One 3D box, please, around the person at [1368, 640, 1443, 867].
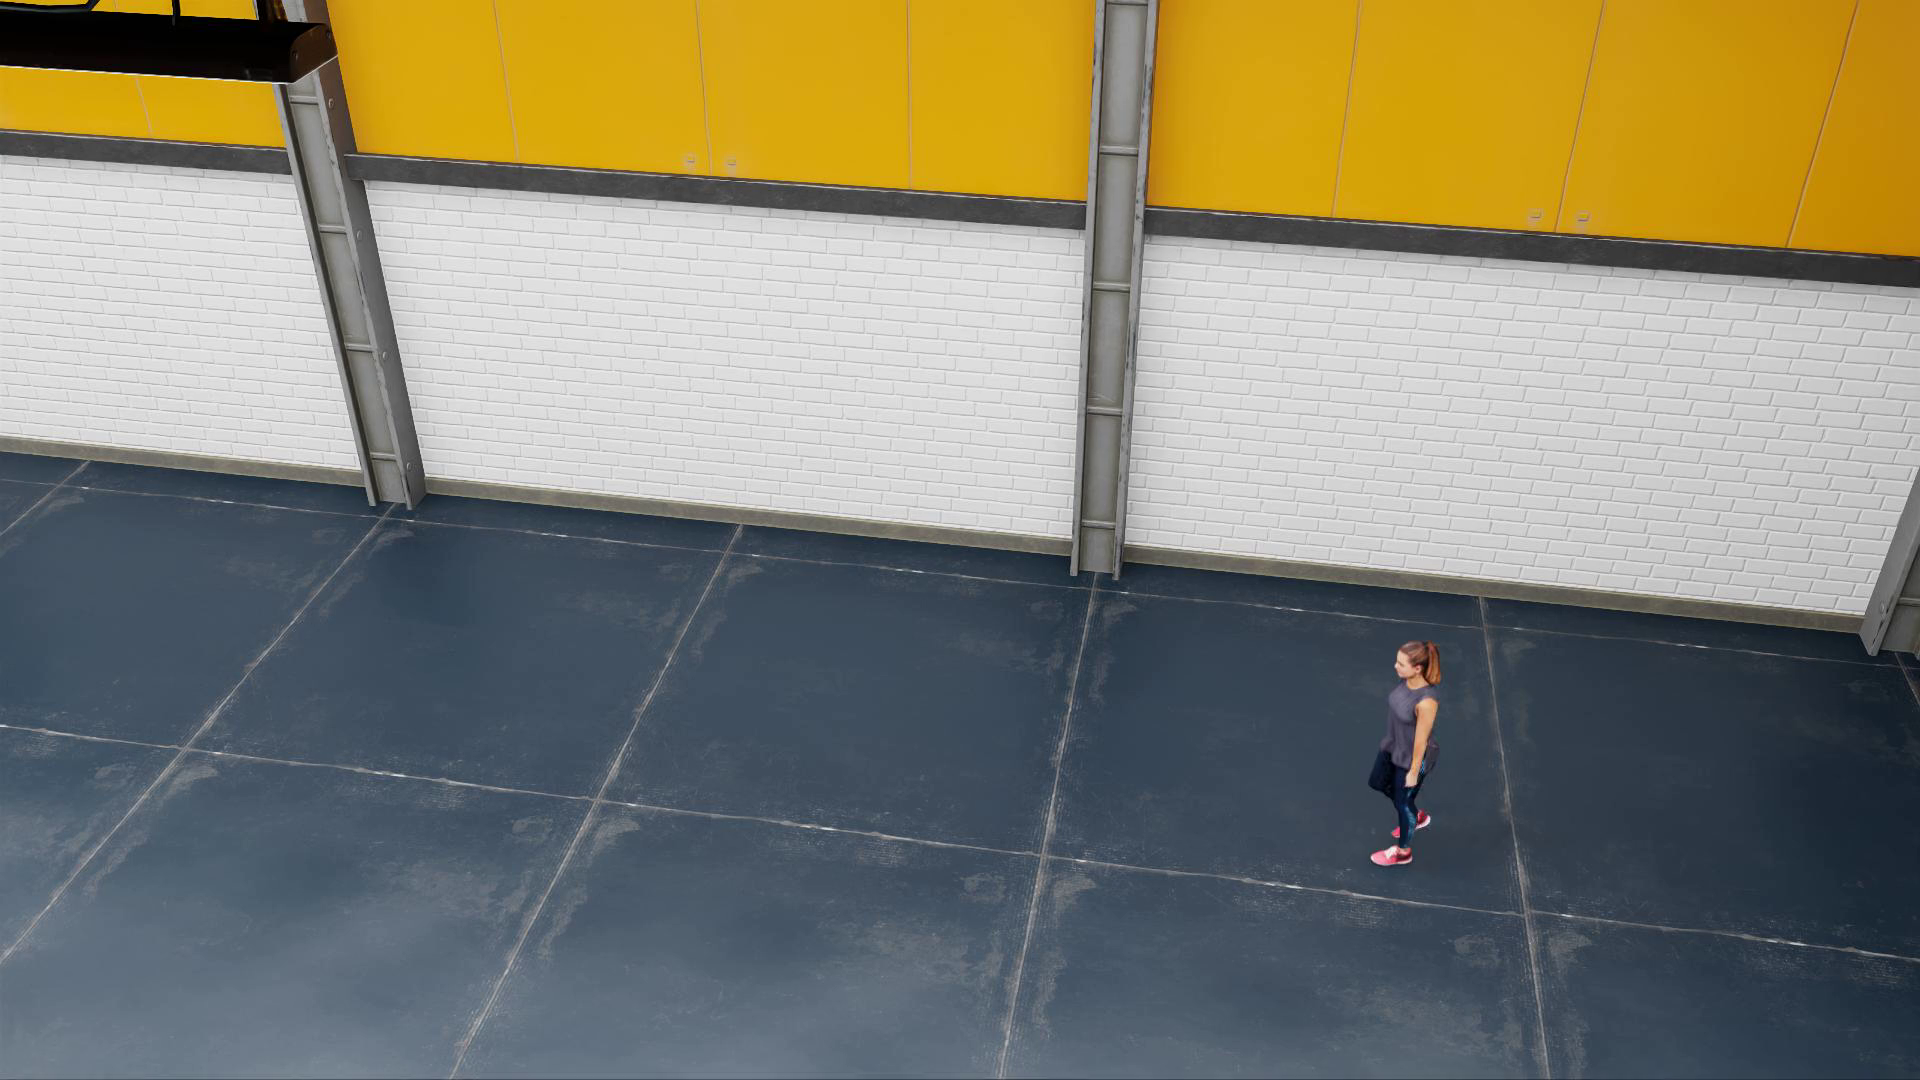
[{"bbox_3d":[2.836,1.305,10.189,0.780,1.714,0.701,-6,34,-9],"label":"person"}]
